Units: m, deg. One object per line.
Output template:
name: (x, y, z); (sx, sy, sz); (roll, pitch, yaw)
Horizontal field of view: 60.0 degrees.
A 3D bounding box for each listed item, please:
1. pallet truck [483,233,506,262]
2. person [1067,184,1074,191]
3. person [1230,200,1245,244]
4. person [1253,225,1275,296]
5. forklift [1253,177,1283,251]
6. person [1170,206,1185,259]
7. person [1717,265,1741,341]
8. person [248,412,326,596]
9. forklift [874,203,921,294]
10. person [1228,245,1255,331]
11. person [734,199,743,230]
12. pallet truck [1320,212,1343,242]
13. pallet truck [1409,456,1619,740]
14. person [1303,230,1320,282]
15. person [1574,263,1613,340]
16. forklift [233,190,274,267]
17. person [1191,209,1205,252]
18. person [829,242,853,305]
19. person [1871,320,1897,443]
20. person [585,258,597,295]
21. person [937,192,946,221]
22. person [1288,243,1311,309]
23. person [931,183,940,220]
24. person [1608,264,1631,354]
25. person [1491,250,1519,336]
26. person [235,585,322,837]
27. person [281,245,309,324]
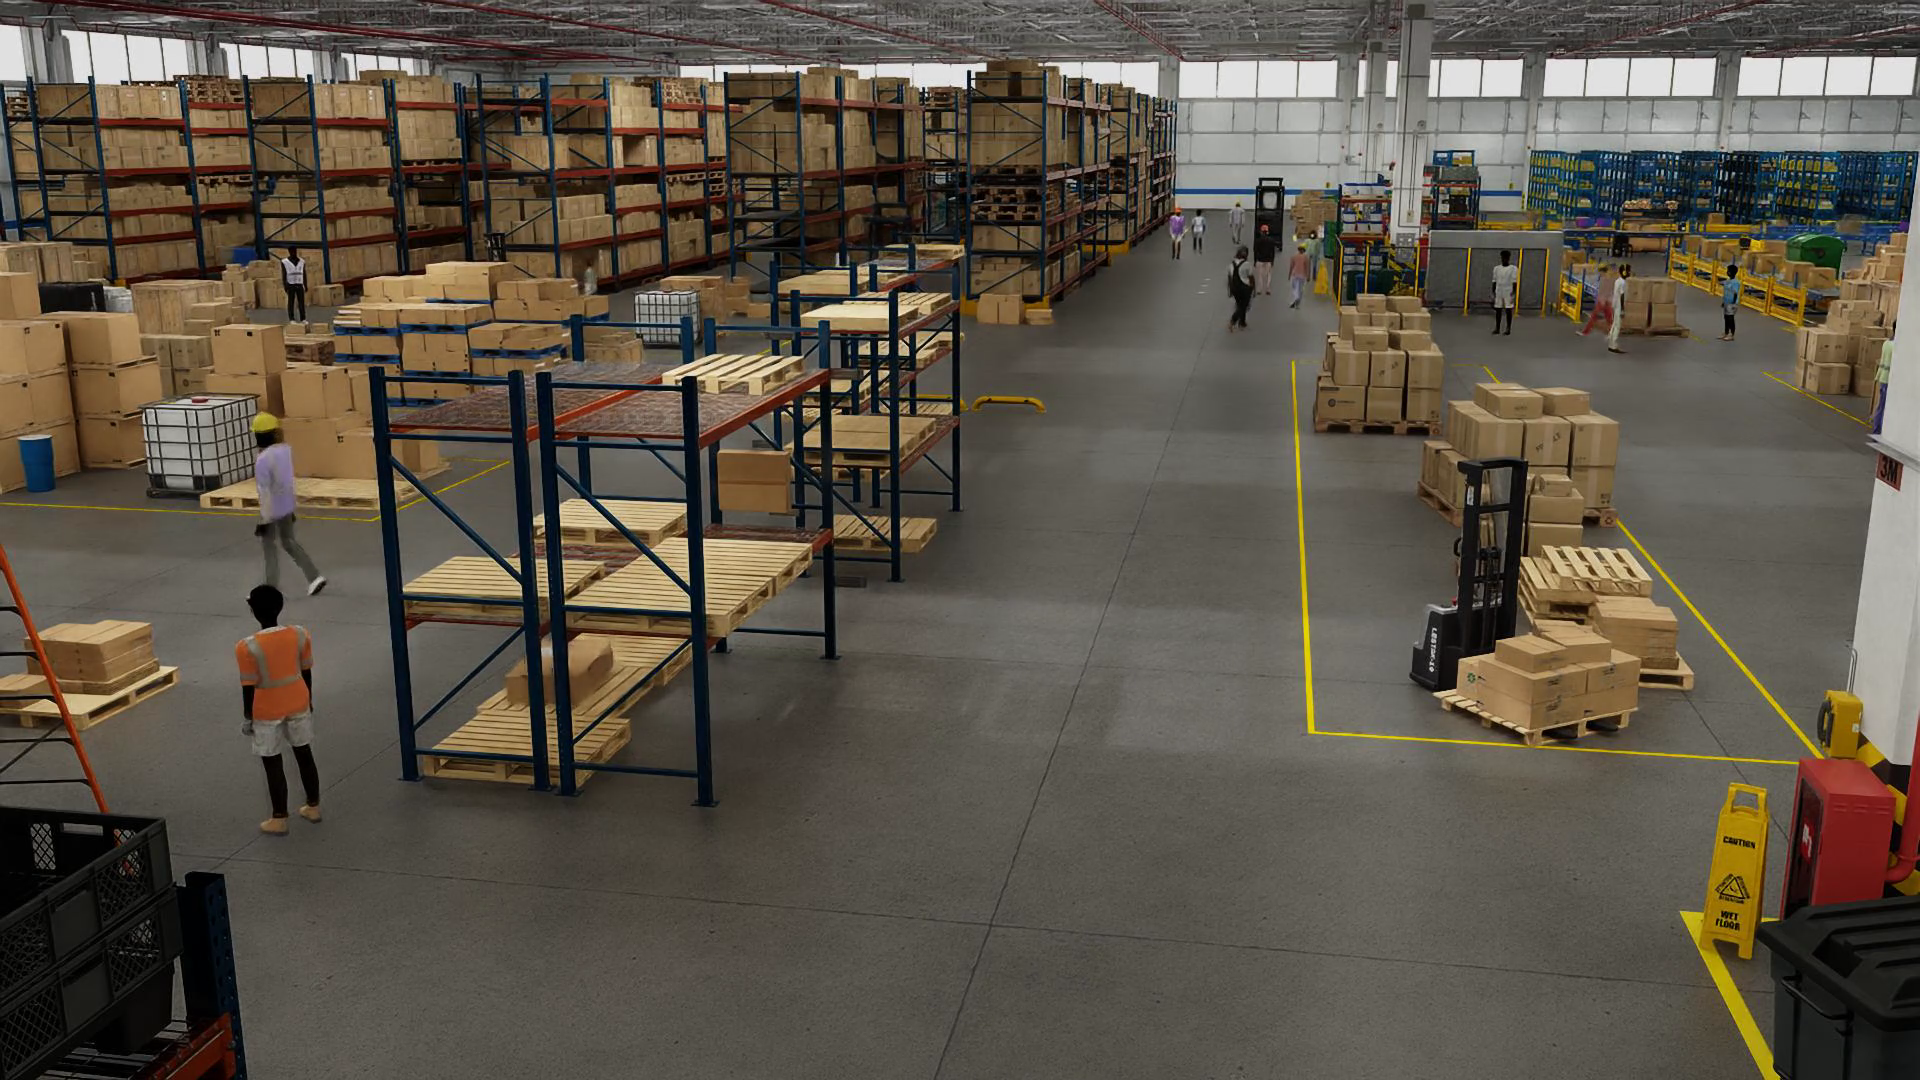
pallet truck: (-11.832, -7.026, 43.548); (1.885, 1.965, 0.823); (8, 16, 28)
person: (5.879, -18.372, 90.014); (0.622, 1.808, 0.908); (0, 14, 1)
person: (11.470, -13.128, 68.682); (0.601, 1.815, 0.429); (3, 14, 12)
person: (8.642, -7.954, 47.327); (0.614, 1.990, 0.392); (-2, 14, -9)
forklift: (12.083, -12.747, 64.956); (1.129, 2.768, 1.873); (3, 14, 10)
person: (7.923, -11.174, 60.562); (0.557, 1.906, 0.805); (2, 14, 8)
person: (17.223, -5.302, 37.188); (0.320, 1.693, 0.537); (0, 14, 1)
person: (-6.778, -0.313, 16.528); (0.583, 1.950, 0.624); (2, 14, 6)
forklift: (-1.683, -7.167, 42.300); (1.129, 2.768, 1.873); (3, 14, 10)
person: (6.527, -5.876, 38.790); (0.753, 2.000, 0.697); (-9, 17, -34)
person: (-9.267, -13.434, 69.806); (0.639, 1.887, 1.013); (2, 14, 9)
pallet truck: (15.874, -13.227, 70.310); (0.680, 1.201, 1.601); (10, 17, 35)
pallet truck: (4.504, 0.400, 13.395); (0.823, 1.965, 1.885); (-6, 15, -23)
person: (10.865, -8.778, 51.457); (0.507, 1.615, 0.583); (4, 14, 16)
person: (14.408, -5.377, 37.439); (0.931, 1.701, 0.542); (8, 16, 28)
forklift: (-21.257, -9.321, 51.047); (1.873, 2.768, 1.129); (3, 14, 10)
person: (9.149, -11.849, 63.811); (0.532, 1.667, 0.730); (0, 14, 1)
person: (-2.990, -6.674, 42.406); (0.548, 1.857, 0.639); (-6, 15, -24)
person: (13.729, -2.301, 24.524); (0.392, 1.920, 0.588); (2, 14, 7)
person: (-8.982, -6.053, 40.406); (0.814, 1.606, 0.530); (-3, 14, -11)
person: (-0.992, -17.411, 86.195); (0.546, 1.751, 0.449); (7, 15, 26)
person: (8.930, -6.958, 43.812); (0.573, 1.727, 0.410); (3, 14, 11)
person: (-1.317, -17.757, 87.161); (0.650, 1.973, 0.559); (5, 15, 21)
person: (13.933, -4.879, 35.092); (0.335, 1.873, 0.519); (2, 14, 8)
person: (12.436, -5.643, 38.030); (0.598, 1.959, 0.391); (12, 19, 41)
person: (-4.534, 1.126, 11.066); (0.317, 1.697, 0.540); (10, 17, 35)
person: (-16.101, -6.172, 40.268); (0.592, 1.911, 0.385); (-13, 19, -43)
